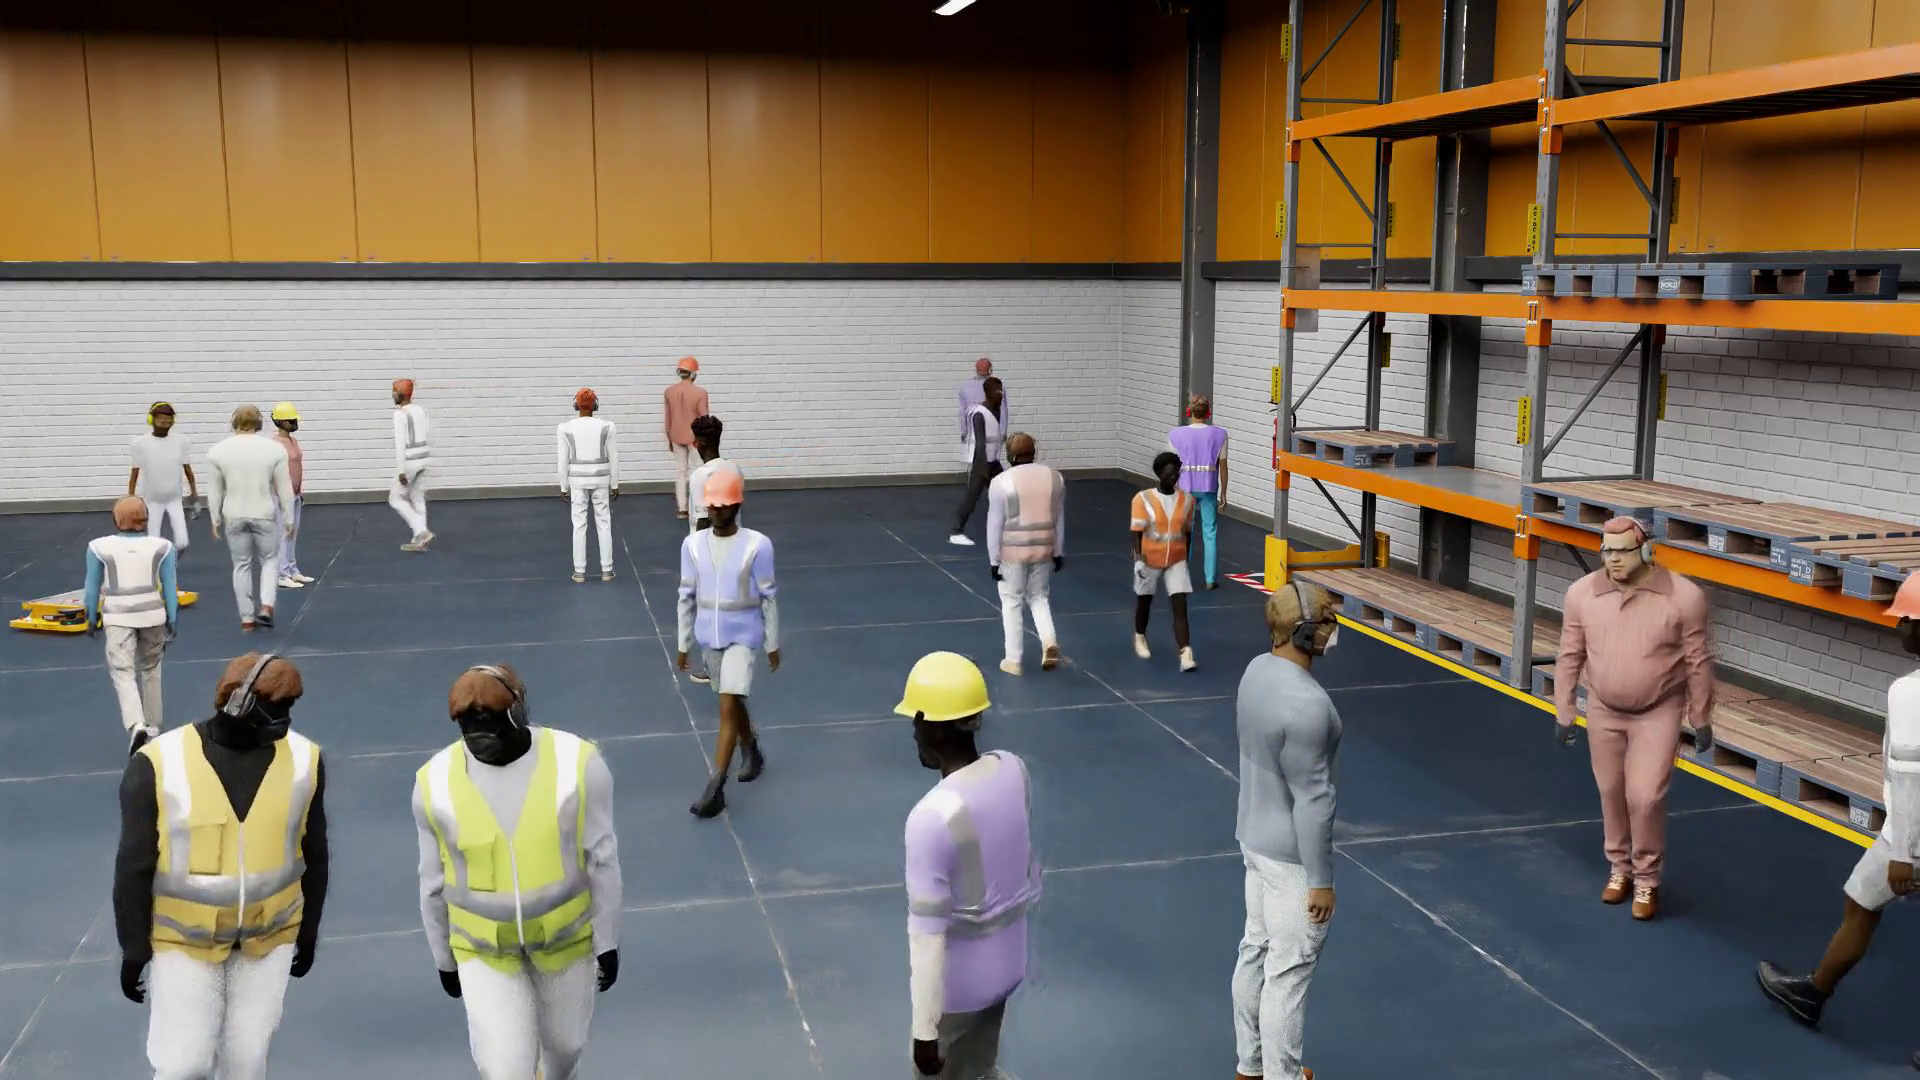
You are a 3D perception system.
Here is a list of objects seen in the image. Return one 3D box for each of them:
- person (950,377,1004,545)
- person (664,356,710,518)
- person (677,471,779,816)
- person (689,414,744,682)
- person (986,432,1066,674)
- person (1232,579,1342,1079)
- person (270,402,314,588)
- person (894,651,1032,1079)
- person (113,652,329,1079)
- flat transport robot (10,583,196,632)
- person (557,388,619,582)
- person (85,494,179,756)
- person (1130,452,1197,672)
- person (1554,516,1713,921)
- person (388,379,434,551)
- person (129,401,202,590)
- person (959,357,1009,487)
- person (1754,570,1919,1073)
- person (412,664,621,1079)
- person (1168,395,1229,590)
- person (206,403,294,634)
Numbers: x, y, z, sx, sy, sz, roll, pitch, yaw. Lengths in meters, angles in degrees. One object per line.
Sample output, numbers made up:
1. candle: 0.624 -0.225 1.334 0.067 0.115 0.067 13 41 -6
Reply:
1. person: 0.326 -0.844 18.152 1.027 1.863 0.620 5 10 27
2. person: -3.304 -1.239 20.216 0.635 1.994 0.390 3 10 20
3. person: -1.321 0.538 9.442 0.560 1.889 1.018 3 10 17
4. person: -1.792 0.062 12.168 0.365 1.963 0.610 3 10 21
5. person: 0.492 0.110 12.293 0.644 1.825 0.515 -4 10 -24
6. person: 1.157 1.092 5.822 0.372 1.940 0.632 -2 9 -10
7. person: -6.393 -0.431 15.868 0.311 1.768 0.531 -1 9 -3
8. person: 0.059 1.263 4.845 0.625 1.910 0.615 6 11 31
9. person: -2.299 1.259 5.250 0.668 1.794 0.433 -6 11 -33
10. flat transport robot: -7.393 0.549 14.399 0.652 0.197 1.431 2 9 15
11. person: -3.593 -0.529 16.119 0.574 1.883 0.355 -2 9 -14
12. person: -5.157 0.521 10.408 0.519 1.611 0.762 -7 11 -36
13. person: 1.534 0.150 12.610 0.542 1.646 0.893 -2 9 -12
14. person: 3.110 0.815 7.745 0.683 1.874 0.575 8 12 40
15. person: -5.880 -0.790 17.766 0.403 1.870 0.589 2 9 14
16. person: -7.191 -0.335 15.029 0.659 1.842 0.434 -7 12 -39
17. person: 0.316 -1.411 21.545 0.650 1.906 0.403 2 9 13
18. person: 3.546 1.043 6.268 0.574 1.888 0.962 -4 10 -25
19. person: -1.392 1.245 5.295 0.628 1.811 0.851 -2 9 -13
20. person: 2.240 -0.441 15.678 0.567 1.847 0.389 1 9 4
21. person: -5.854 -0.170 13.753 0.667 1.918 0.476 -3 10 -18
